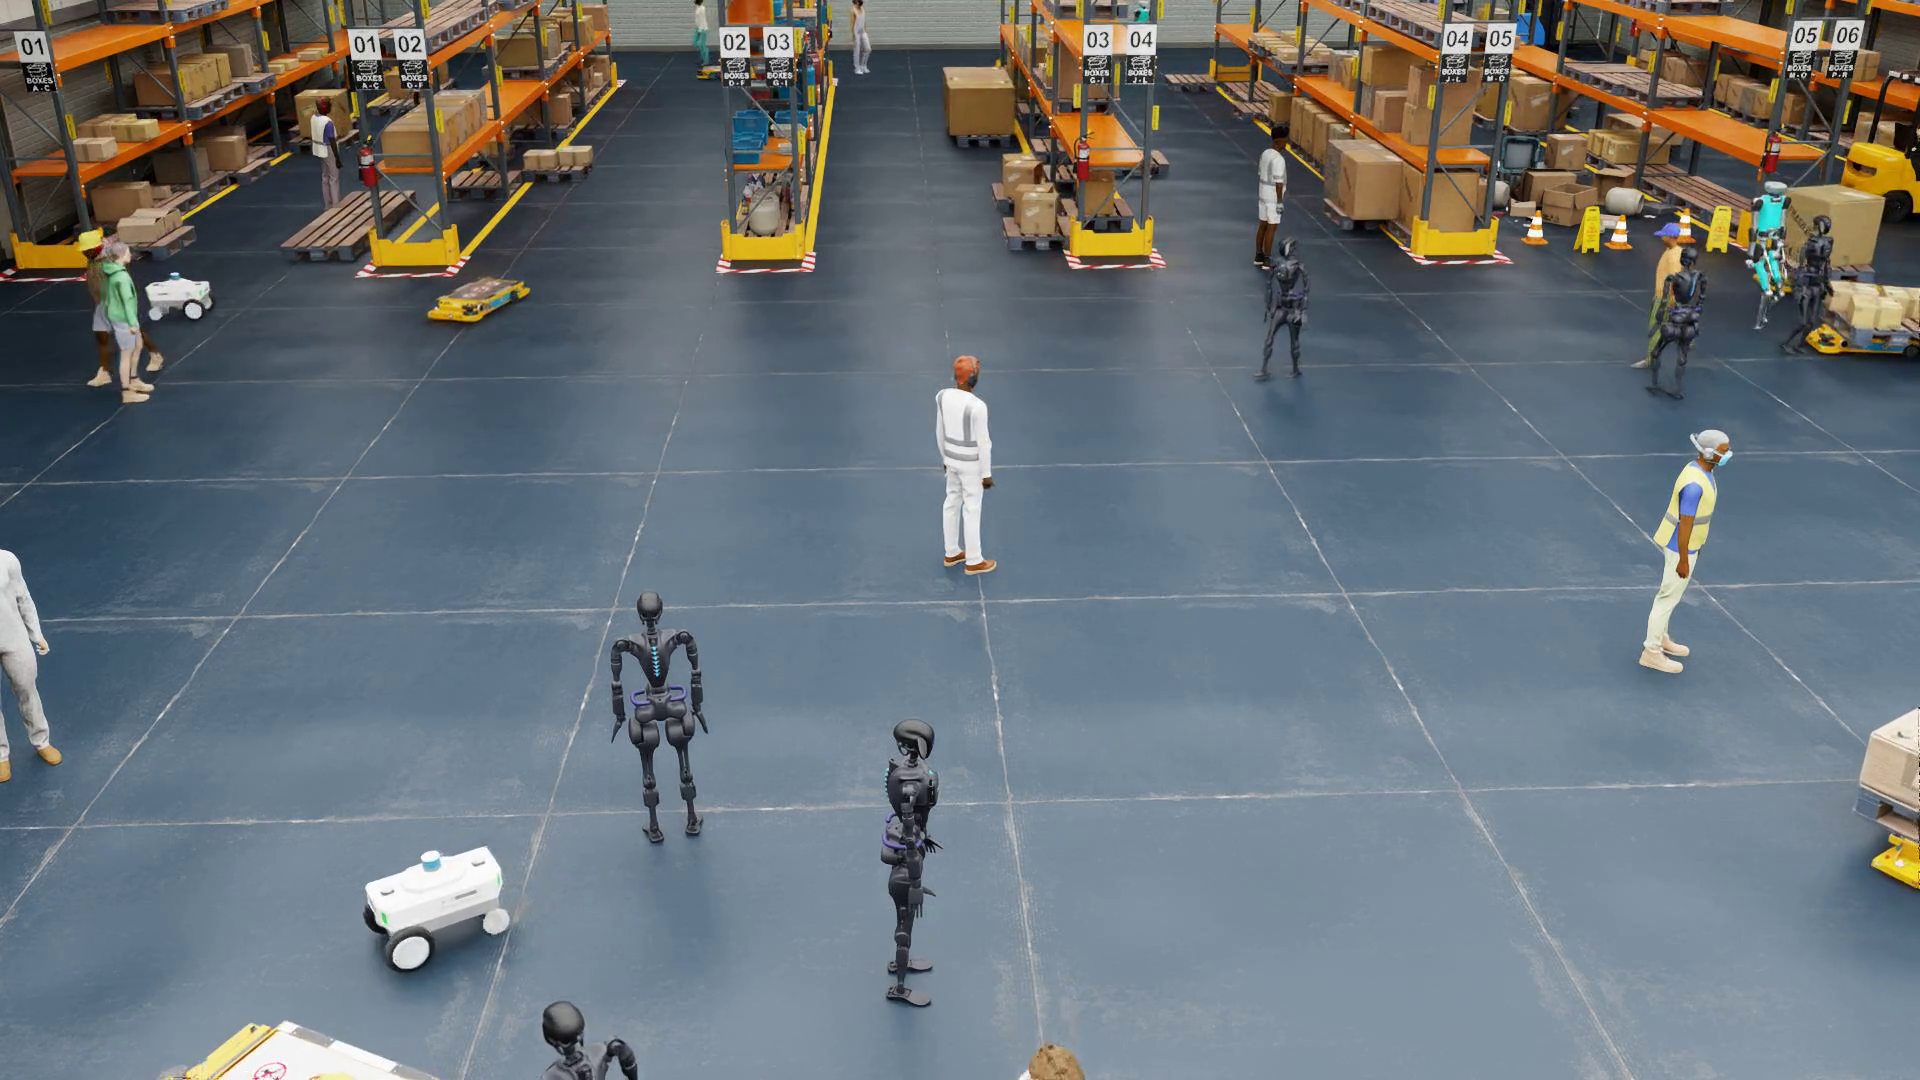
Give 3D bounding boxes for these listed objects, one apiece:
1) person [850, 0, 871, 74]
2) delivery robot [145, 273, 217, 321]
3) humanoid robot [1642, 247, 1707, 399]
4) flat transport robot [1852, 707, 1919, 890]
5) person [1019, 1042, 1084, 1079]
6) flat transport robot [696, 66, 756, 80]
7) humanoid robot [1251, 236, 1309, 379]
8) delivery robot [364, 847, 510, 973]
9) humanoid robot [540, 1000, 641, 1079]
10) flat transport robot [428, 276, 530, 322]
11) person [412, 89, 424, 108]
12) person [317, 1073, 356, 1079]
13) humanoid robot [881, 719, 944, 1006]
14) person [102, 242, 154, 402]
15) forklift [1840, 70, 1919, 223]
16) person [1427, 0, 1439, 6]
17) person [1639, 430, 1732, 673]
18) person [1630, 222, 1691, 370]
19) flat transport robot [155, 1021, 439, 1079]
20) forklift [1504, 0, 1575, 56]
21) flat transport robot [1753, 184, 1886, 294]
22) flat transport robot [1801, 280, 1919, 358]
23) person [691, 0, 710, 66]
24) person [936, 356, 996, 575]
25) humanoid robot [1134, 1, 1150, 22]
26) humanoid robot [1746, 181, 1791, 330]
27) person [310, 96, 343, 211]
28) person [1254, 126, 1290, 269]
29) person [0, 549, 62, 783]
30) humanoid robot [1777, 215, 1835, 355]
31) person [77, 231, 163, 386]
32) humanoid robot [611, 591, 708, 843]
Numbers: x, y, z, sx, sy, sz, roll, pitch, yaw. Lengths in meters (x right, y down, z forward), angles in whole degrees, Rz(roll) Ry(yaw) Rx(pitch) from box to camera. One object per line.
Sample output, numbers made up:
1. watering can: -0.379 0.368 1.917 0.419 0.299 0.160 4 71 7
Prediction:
1. person: -2.348 -12.019 39.534 0.525 1.846 0.542 -20 31 -38
2. delivery robot: -9.865 -3.079 21.031 0.790 0.589 0.499 -2 24 -4
3. humanoid robot: 7.809 -2.382 18.098 0.590 1.643 0.517 -6 25 -14
4. flat transport robot: 6.342 1.877 10.255 1.431 0.231 0.659 -15 28 -31
5. person: 0.311 2.672 6.499 0.351 1.881 0.674 0 24 -1
6. flat transport robot: -5.480 -11.037 39.271 1.431 0.231 0.659 -1 24 -2
7. humanoid robot: 3.626 -2.566 18.541 0.713 1.629 0.610 -21 31 -38
8. delivery robot: -3.011 2.070 9.493 0.803 0.614 0.499 -15 28 -30
9. humanoid robot: -1.495 2.600 6.891 0.348 1.640 0.615 21 31 39
10. flat transport robot: -6.197 -3.111 21.464 0.659 0.231 1.431 6 25 14
11. person: -10.986 -9.382 33.851 0.532 1.649 0.879 -3 24 -7
12. person: -2.132 2.793 6.387 0.601 1.729 0.574 20 31 38
13. humanoid robot: -0.257 1.690 8.926 0.315 1.657 0.599 2 24 4
14. person: -9.045 -2.350 17.969 0.433 1.723 0.498 -21 31 -39
15. forklift: 15.132 -6.143 25.915 2.313 2.155 1.214 -1 24 -2
16. person: 11.781 -13.007 41.837 0.408 1.783 0.639 -18 30 -35
17. person: 5.372 0.063 12.355 0.406 1.885 0.516 14 27 28
18. person: 8.065 -2.763 18.918 0.571 1.695 0.488 8 25 17
19. flat transport robot: -3.227 2.784 8.218 1.431 0.231 0.659 11 26 23
20. forklift: 14.700 -13.805 42.301 1.873 2.768 1.129 -1 24 -2
21. flat transport robot: 11.473 -3.471 22.272 1.431 0.231 0.659 4 24 8
22. flat transport robot: 10.903 -2.381 19.823 1.431 0.231 0.659 3 24 7
23. person: -6.384 -12.532 40.810 0.451 1.743 0.528 -11 26 -24
24. person: 0.051 -0.625 13.893 0.350 1.881 0.585 -21 31 -39
25. humanoid robot: 4.106 -11.790 39.167 0.550 1.767 0.856 -18 30 -34
26. humanoid robot: 10.060 -3.448 20.486 0.531 1.835 0.788 -7 25 -16
27. person: -9.879 -5.987 25.985 0.569 1.843 0.374 21 31 38
28. person: 4.337 -4.755 23.072 0.362 1.963 0.612 -6 25 -12
29. person: -6.356 0.675 10.957 0.580 1.895 0.355 -20 31 -38
30. humanoid robot: 9.963 -2.978 19.433 0.601 1.656 0.337 -13 27 -27
31. person: -9.467 -2.639 18.639 0.550 1.711 0.935 12 27 25
32. humanoid robot: -1.867 1.083 10.290 0.599 1.657 0.315 -6 25 -14
